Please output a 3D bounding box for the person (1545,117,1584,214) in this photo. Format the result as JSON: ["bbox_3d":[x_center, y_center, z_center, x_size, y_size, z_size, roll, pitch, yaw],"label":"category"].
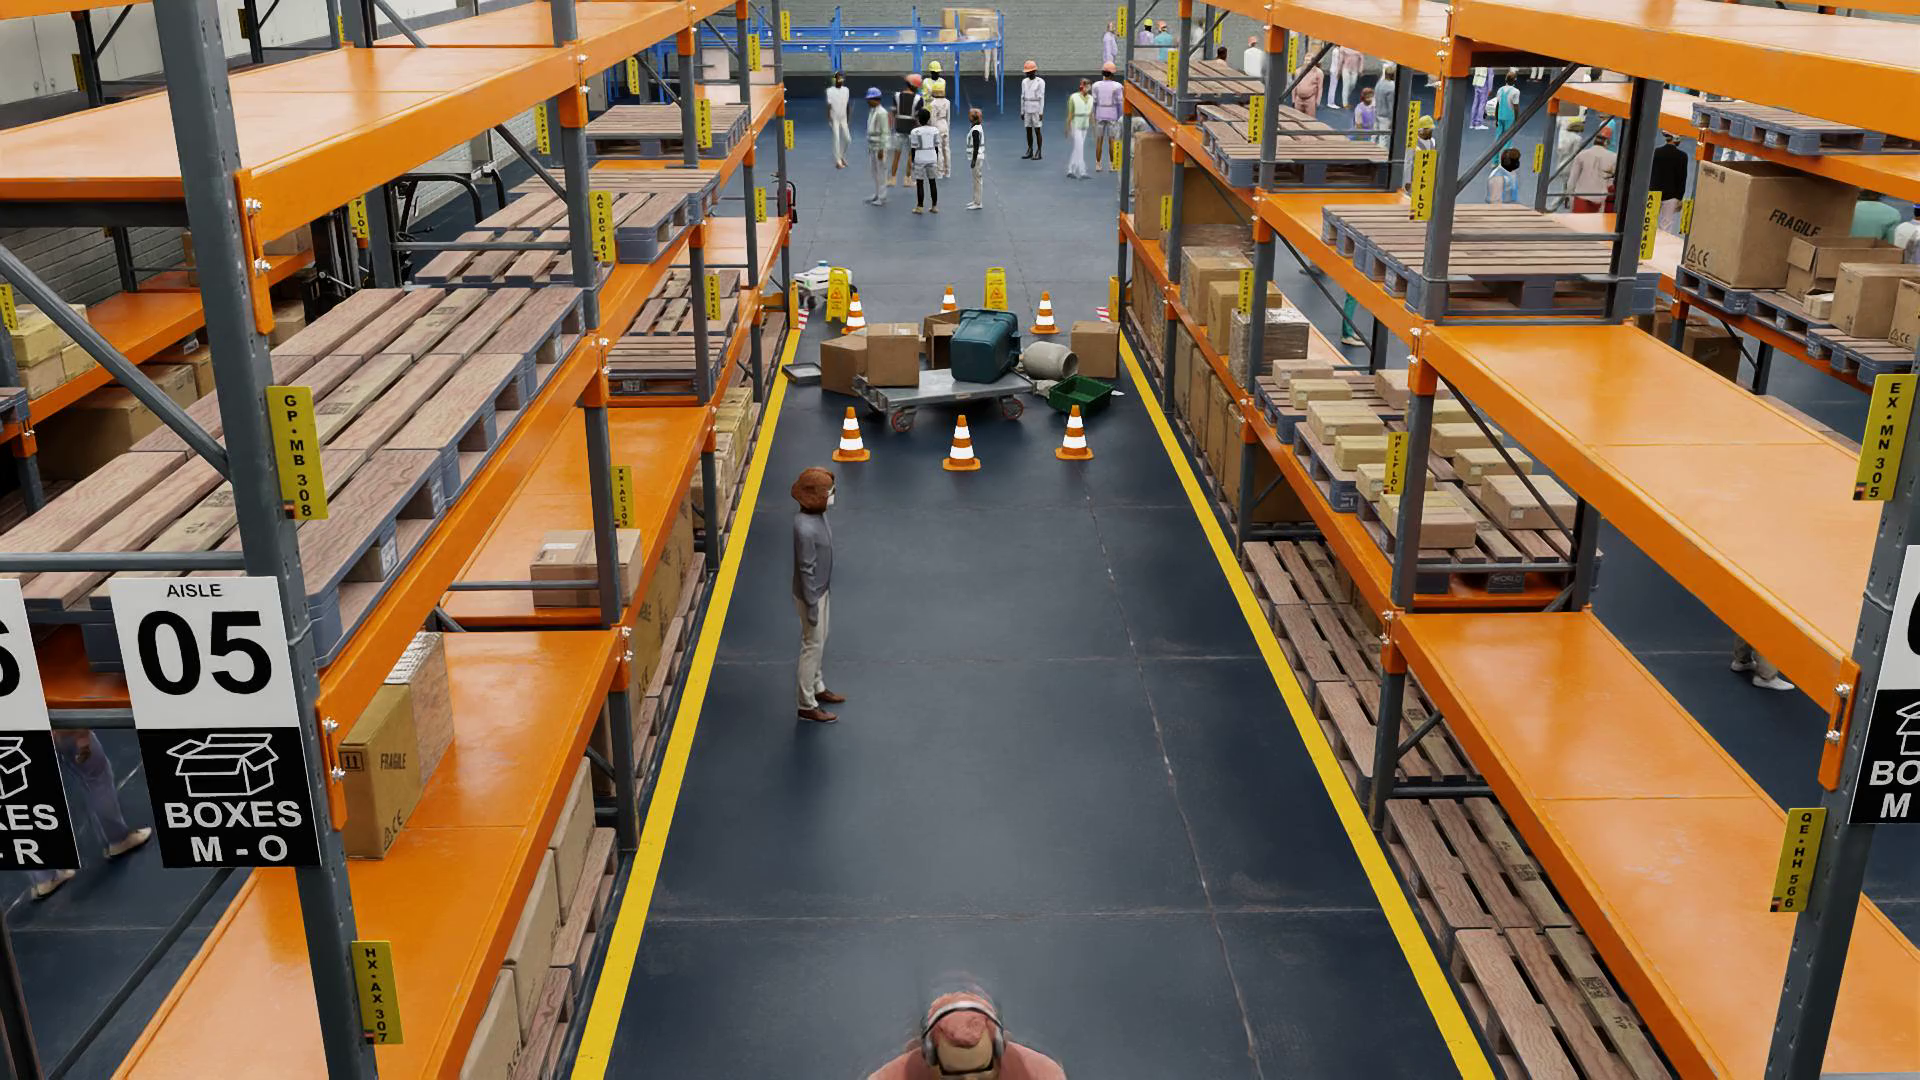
[{"bbox_3d":[9.649,-5.857,26.334,0.563,1.685,0.545,-1,21,-4],"label":"person"}]

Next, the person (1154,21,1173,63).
[{"bbox_3d":[5.325,-12.674,43.930,0.611,1.986,0.392,-13,24,-31],"label":"person"}]

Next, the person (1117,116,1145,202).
[{"bbox_3d":[2.919,-6.659,28.389,0.489,1.731,0.320,8,22,19],"label":"person"}]

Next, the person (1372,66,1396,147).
[{"bbox_3d":[8.154,-8.117,31.975,0.387,1.930,0.629,-6,22,-16],"label":"person"}]

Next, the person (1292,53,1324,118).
[{"bbox_3d":[7.275,-9.244,34.973,0.643,1.910,0.400,12,24,29],"label":"person"}]

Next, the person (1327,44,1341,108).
[{"bbox_3d":[9.473,-11.779,41.871,0.311,1.768,0.522,1,21,2],"label":"person"}]

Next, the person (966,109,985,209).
[{"bbox_3d":[0.258,-6.340,27.664,0.307,1.645,0.514,0,21,1],"label":"person"}]

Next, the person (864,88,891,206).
[{"bbox_3d":[-1.373,-6.601,27.985,0.421,1.918,0.652,-8,22,-20],"label":"person"}]

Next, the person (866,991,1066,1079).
[{"bbox_3d":[0.035,2.144,4.941,0.647,1.863,0.877,-5,21,-12],"label":"person"}]

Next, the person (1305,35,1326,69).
[{"bbox_3d":[10.201,-14.100,47.793,0.592,1.919,0.392,10,23,24],"label":"person"}]

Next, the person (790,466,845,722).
[{"bbox_3d":[-0.876,0.324,10.079,0.283,1.624,0.509,1,21,3],"label":"person"}]

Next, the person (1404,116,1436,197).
[{"bbox_3d":[6.930,-5.452,25.057,0.595,1.830,0.404,-14,25,-32],"label":"person"}]

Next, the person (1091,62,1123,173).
[{"bbox_3d":[2.786,-8.012,31.529,0.615,2.040,0.391,6,22,16],"label":"person"}]

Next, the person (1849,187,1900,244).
[{"bbox_3d":[10.145,-3.099,18.727,0.677,1.929,0.384,11,23,26],"label":"person"}]

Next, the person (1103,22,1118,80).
[{"bbox_3d":[4.053,-12.989,44.892,0.396,1.900,0.638,2,21,6],"label":"person"}]

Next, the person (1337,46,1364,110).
[{"bbox_3d":[9.703,-11.739,41.590,0.650,1.908,0.710,-4,21,-9],"label":"person"}]

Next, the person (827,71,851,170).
[{"bbox_3d":[-2.310,-8.029,31.839,0.531,1.854,0.378,-12,24,-28],"label":"person"}]

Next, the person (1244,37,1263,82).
[{"bbox_3d":[7.438,-11.921,42.339,0.573,1.694,0.915,-8,22,-21],"label":"person"}]

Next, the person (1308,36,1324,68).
[{"bbox_3d":[10.103,-13.930,47.345,0.581,1.917,0.563,-13,24,-30],"label":"person"}]

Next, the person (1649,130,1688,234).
[{"bbox_3d":[9.731,-4.755,22.991,0.392,1.990,0.612,-14,25,-33],"label":"person"}]

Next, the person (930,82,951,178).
[{"bbox_3d":[-0.388,-7.602,30.862,0.323,1.742,0.492,17,27,38],"label":"person"}]

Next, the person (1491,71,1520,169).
[{"bbox_3d":[10.475,-8.029,31.846,0.334,1.846,0.513,-13,24,-31],"label":"person"}]

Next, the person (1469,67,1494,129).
[{"bbox_3d":[11.868,-10.298,37.764,0.392,1.909,0.598,-8,22,-20],"label":"person"}]

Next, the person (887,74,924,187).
[{"bbox_3d":[-1.027,-7.331,29.825,0.849,1.989,0.388,7,22,18],"label":"person"}]

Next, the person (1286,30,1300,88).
[{"bbox_3d":[9.222,-13.660,46.460,0.536,2.000,0.676,-10,23,-25],"label":"person"}]

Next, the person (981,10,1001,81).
[{"bbox_3d":[0.910,-14.463,48.662,0.617,1.986,0.408,-4,21,-10],"label":"person"}]

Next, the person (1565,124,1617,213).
[{"bbox_3d":[8.746,-4.754,23.044,0.632,1.954,0.825,3,21,7],"label":"person"}]

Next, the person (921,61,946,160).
[{"bbox_3d":[-0.502,-8.512,33.011,0.591,1.925,0.385,-15,26,-35],"label":"person"}]

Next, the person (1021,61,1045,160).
[{"bbox_3d":[1.424,-8.555,33.139,0.546,1.923,0.389,16,26,35],"label":"person"}]

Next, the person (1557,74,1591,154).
[{"bbox_3d":[12.506,-8.829,33.909,0.584,1.882,0.344,2,21,4],"label":"person"}]

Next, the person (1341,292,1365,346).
[{"bbox_3d":[4.564,-3.113,18.968,0.329,1.765,0.526,6,21,15],"label":"person"}]

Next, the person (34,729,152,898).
[{"bbox_3d":[-4.541,0.896,8.402,0.542,1.735,0.770,3,21,9],"label":"person"}]

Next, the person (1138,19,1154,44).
[{"bbox_3d":[5.133,-13.341,45.773,0.363,1.928,0.587,-16,26,-36],"label":"person"}]

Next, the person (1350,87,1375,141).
[{"bbox_3d":[7.107,-7.056,29.324,0.451,1.826,0.611,17,26,37],"label":"person"}]

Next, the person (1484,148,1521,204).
[{"bbox_3d":[7.075,-4.202,21.765,0.432,1.836,0.627,15,26,35],"label":"person"}]

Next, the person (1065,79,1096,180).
[{"bbox_3d":[2.290,-7.546,30.624,0.590,1.800,0.885,-17,26,-37],"label":"person"}]

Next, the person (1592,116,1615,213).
[{"bbox_3d":[10.378,-6.144,26.874,0.389,1.838,0.563,8,22,19],"label":"person"}]

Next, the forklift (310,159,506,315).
[{"bbox_3d":[-5.622,-2.910,17.832,2.313,2.155,1.214,-1,21,-1],"label":"forklift"}]

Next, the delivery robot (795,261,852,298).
[{"bbox_3d":[-1.721,-3.263,20.914,0.707,0.478,0.477,-16,26,-35],"label":"delivery robot"}]

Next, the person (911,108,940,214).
[{"bbox_3d":[-0.573,-6.191,27.206,0.536,1.693,0.320,-12,24,-28],"label":"person"}]
